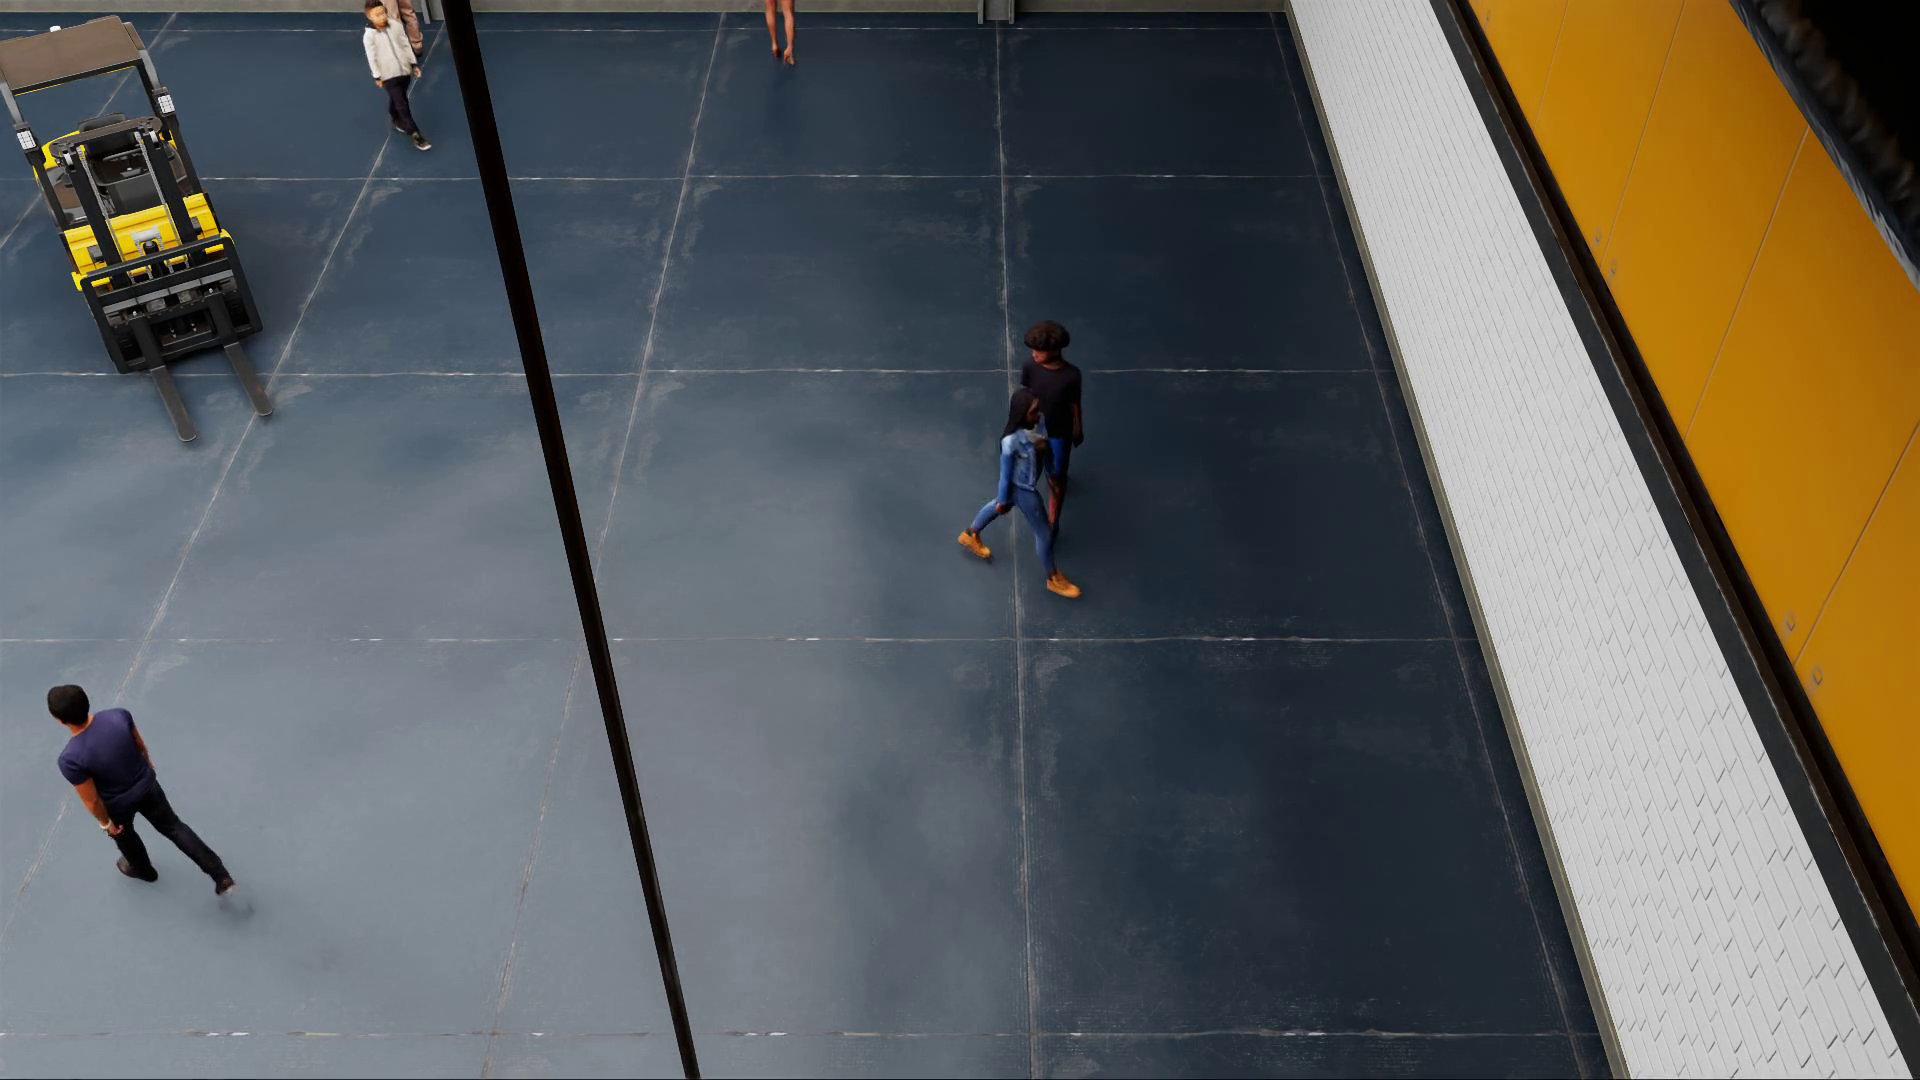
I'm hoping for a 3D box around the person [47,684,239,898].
[{"bbox_3d":[-4.610,1.451,9.352,1.214,1.761,0.998,21,47,21],"label":"person"}]

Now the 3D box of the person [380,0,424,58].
[{"bbox_3d":[-5.805,-5.686,16.782,0.865,1.845,0.830,19,47,19],"label":"person"}]

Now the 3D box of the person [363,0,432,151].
[{"bbox_3d":[-5.418,-4.479,15.810,1.036,1.440,0.906,26,49,25],"label":"person"}]

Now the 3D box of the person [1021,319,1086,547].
[{"bbox_3d":[0.648,-0.848,11.767,1.120,1.759,0.980,16,46,16],"label":"person"}]

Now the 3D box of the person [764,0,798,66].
[{"bbox_3d":[-1.859,-5.633,16.875,0.631,1.642,0.708,12,45,12],"label":"person"}]

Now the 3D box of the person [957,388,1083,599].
[{"bbox_3d":[0.340,-0.381,11.350,1.294,1.658,0.967,19,47,19],"label":"person"}]
